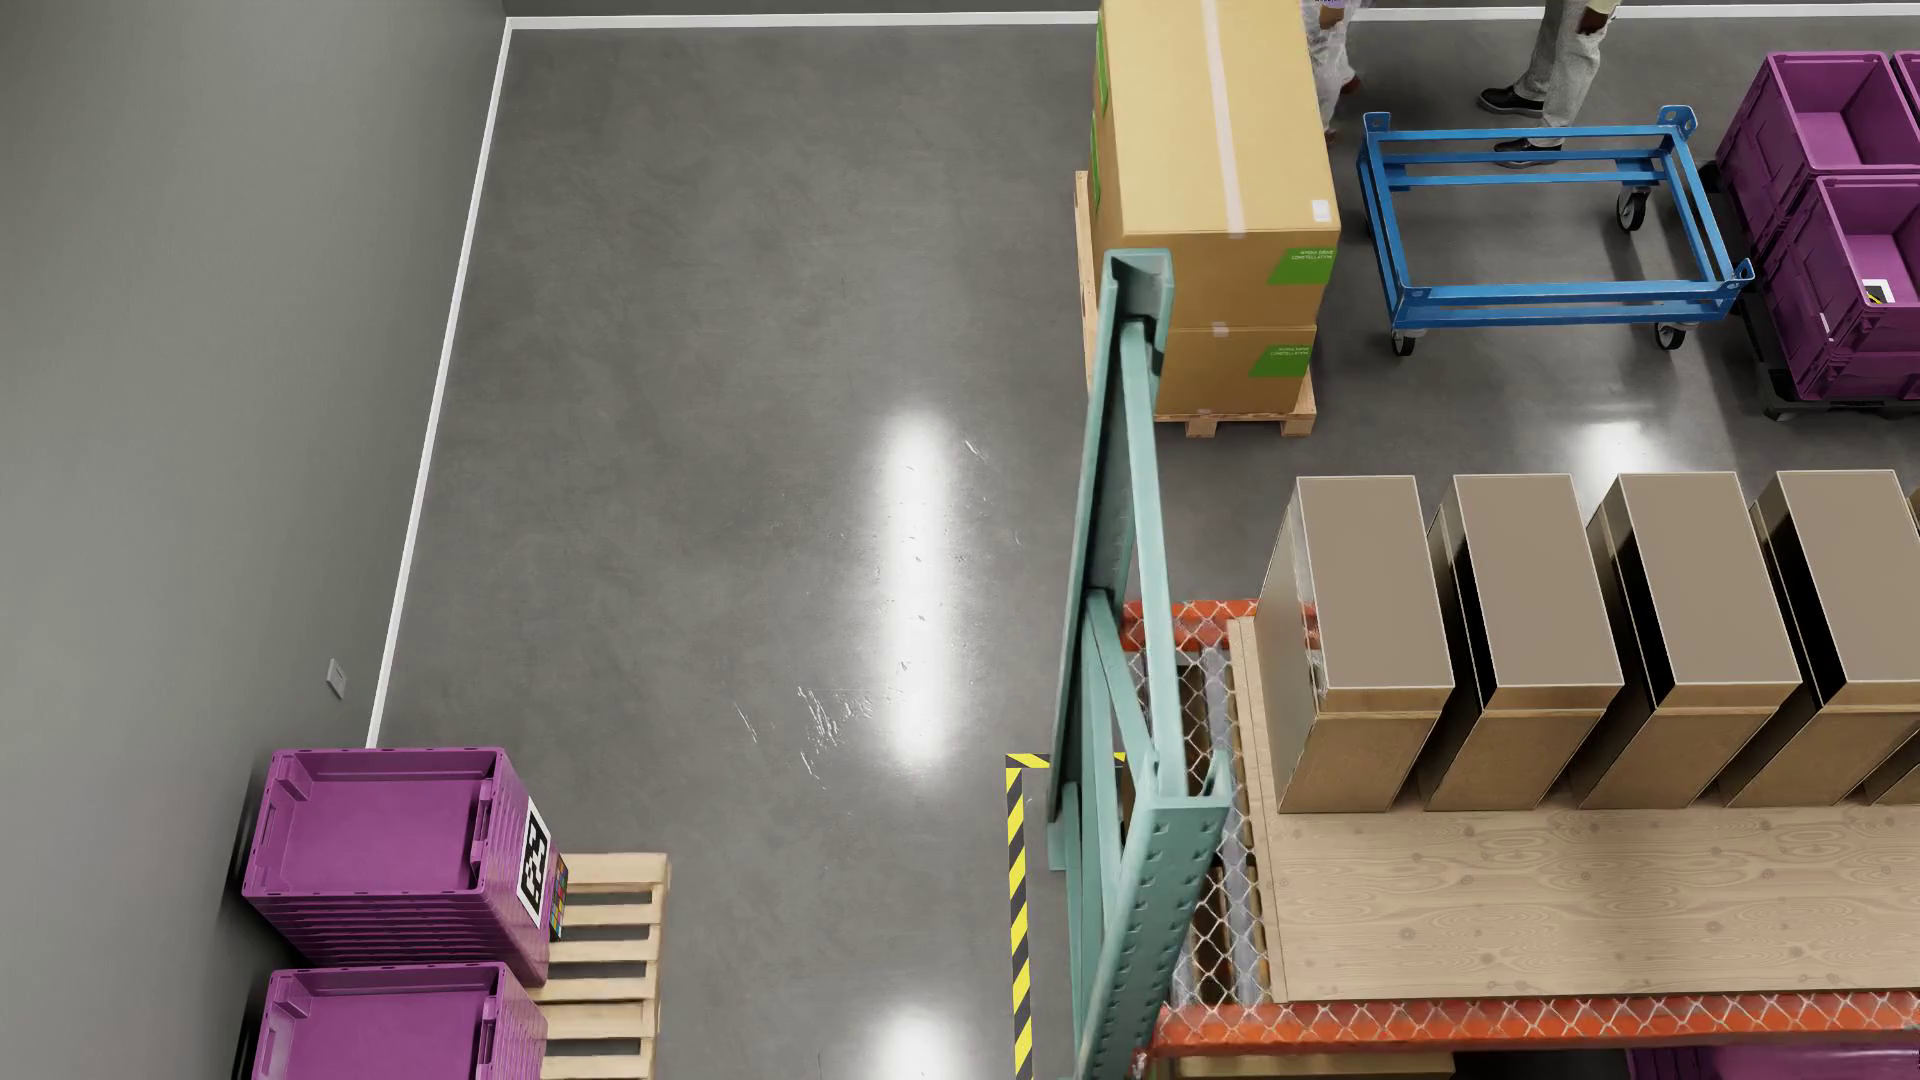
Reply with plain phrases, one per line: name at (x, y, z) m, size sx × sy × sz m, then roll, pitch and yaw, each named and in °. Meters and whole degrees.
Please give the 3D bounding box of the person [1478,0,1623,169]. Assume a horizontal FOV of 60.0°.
person at (2.316, -2.158, 6.086) m, size 0.404 × 1.832 × 0.598 m, roll 2°, pitch 58°, yaw 1°

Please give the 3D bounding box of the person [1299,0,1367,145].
person at (1.359, -2.172, 6.043) m, size 0.436 × 1.920 × 0.649 m, roll 0°, pitch 58°, yaw 0°
